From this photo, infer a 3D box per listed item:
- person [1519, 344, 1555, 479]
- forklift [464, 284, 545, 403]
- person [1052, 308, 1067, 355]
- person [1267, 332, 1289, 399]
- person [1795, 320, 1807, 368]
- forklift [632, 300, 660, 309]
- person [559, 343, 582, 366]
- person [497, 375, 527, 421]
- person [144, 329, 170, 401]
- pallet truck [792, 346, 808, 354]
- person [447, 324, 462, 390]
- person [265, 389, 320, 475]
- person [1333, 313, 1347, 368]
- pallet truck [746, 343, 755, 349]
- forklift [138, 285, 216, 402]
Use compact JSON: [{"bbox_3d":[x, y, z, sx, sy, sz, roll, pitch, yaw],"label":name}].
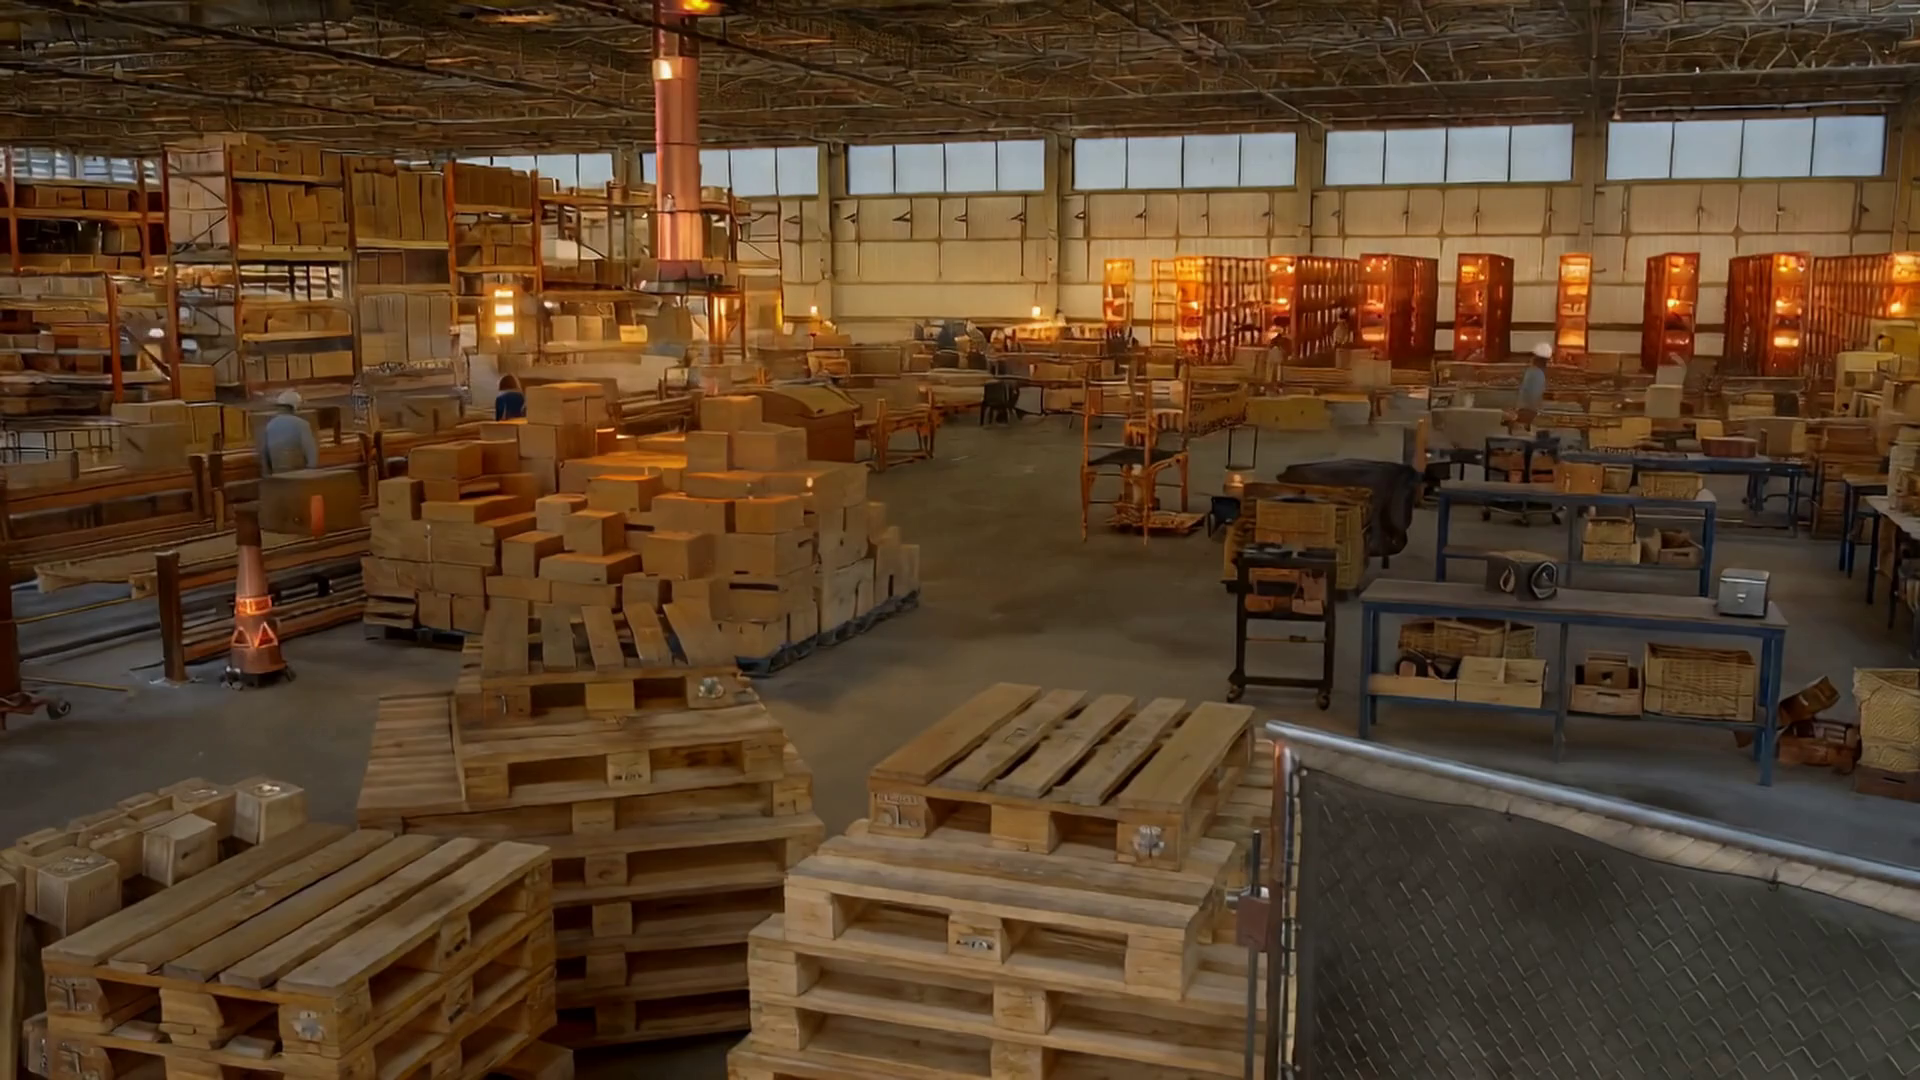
[{"bbox_3d":[8.539,-1.893,24.659,0.544,2.018,0.628,1,9,4],"label":"person"},{"bbox_3d":[-10.832,-4.702,39.610,1.129,2.768,1.873,3,10,20],"label":"forklift"},{"bbox_3d":[3.347,-6.952,56.687,0.654,1.928,0.506,-9,13,-44],"label":"person"},{"bbox_3d":[7.136,-3.807,37.531,0.478,1.747,0.533,1,9,4],"label":"person"},{"bbox_3d":[24.349,-5.562,48.248,0.389,1.846,0.567,3,10,20],"label":"person"},{"bbox_3d":[-9.201,-6.202,49.033,1.129,2.768,1.873,-2,9,-12],"label":"forklift"},{"bbox_3d":[-9.388,-4.182,40.086,0.547,1.678,0.444,0,9,-1],"label":"person"},{"bbox_3d":[-6.314,-1.507,23.457,0.268,1.631,0.507,7,11,36],"label":"person"},{"bbox_3d":[-16.868,-3.472,34.902,0.416,1.914,0.573,0,9,-2],"label":"person"},{"bbox_3d":[-3.705,-4.298,42.022,0.653,1.274,1.630,3,10,20],"label":"pallet truck"},{"bbox_3d":[-13.447,-4.869,44.211,0.372,1.746,0.578,0,9,0],"label":"person"},{"bbox_3d":[-7.353,-0.756,18.262,0.584,1.796,0.911,4,10,26],"label":"person"},{"bbox_3d":[12.051,-6.291,52.890,0.452,1.819,0.627,4,10,23],"label":"person"},{"bbox_3d":[-6.183,-4.618,44.264,1.601,1.201,0.680,-9,12,-43],"label":"pallet truck"},{"bbox_3d":[-17.480,-4.200,36.461,1.873,2.768,1.129,3,10,19],"label":"forklift"}]
